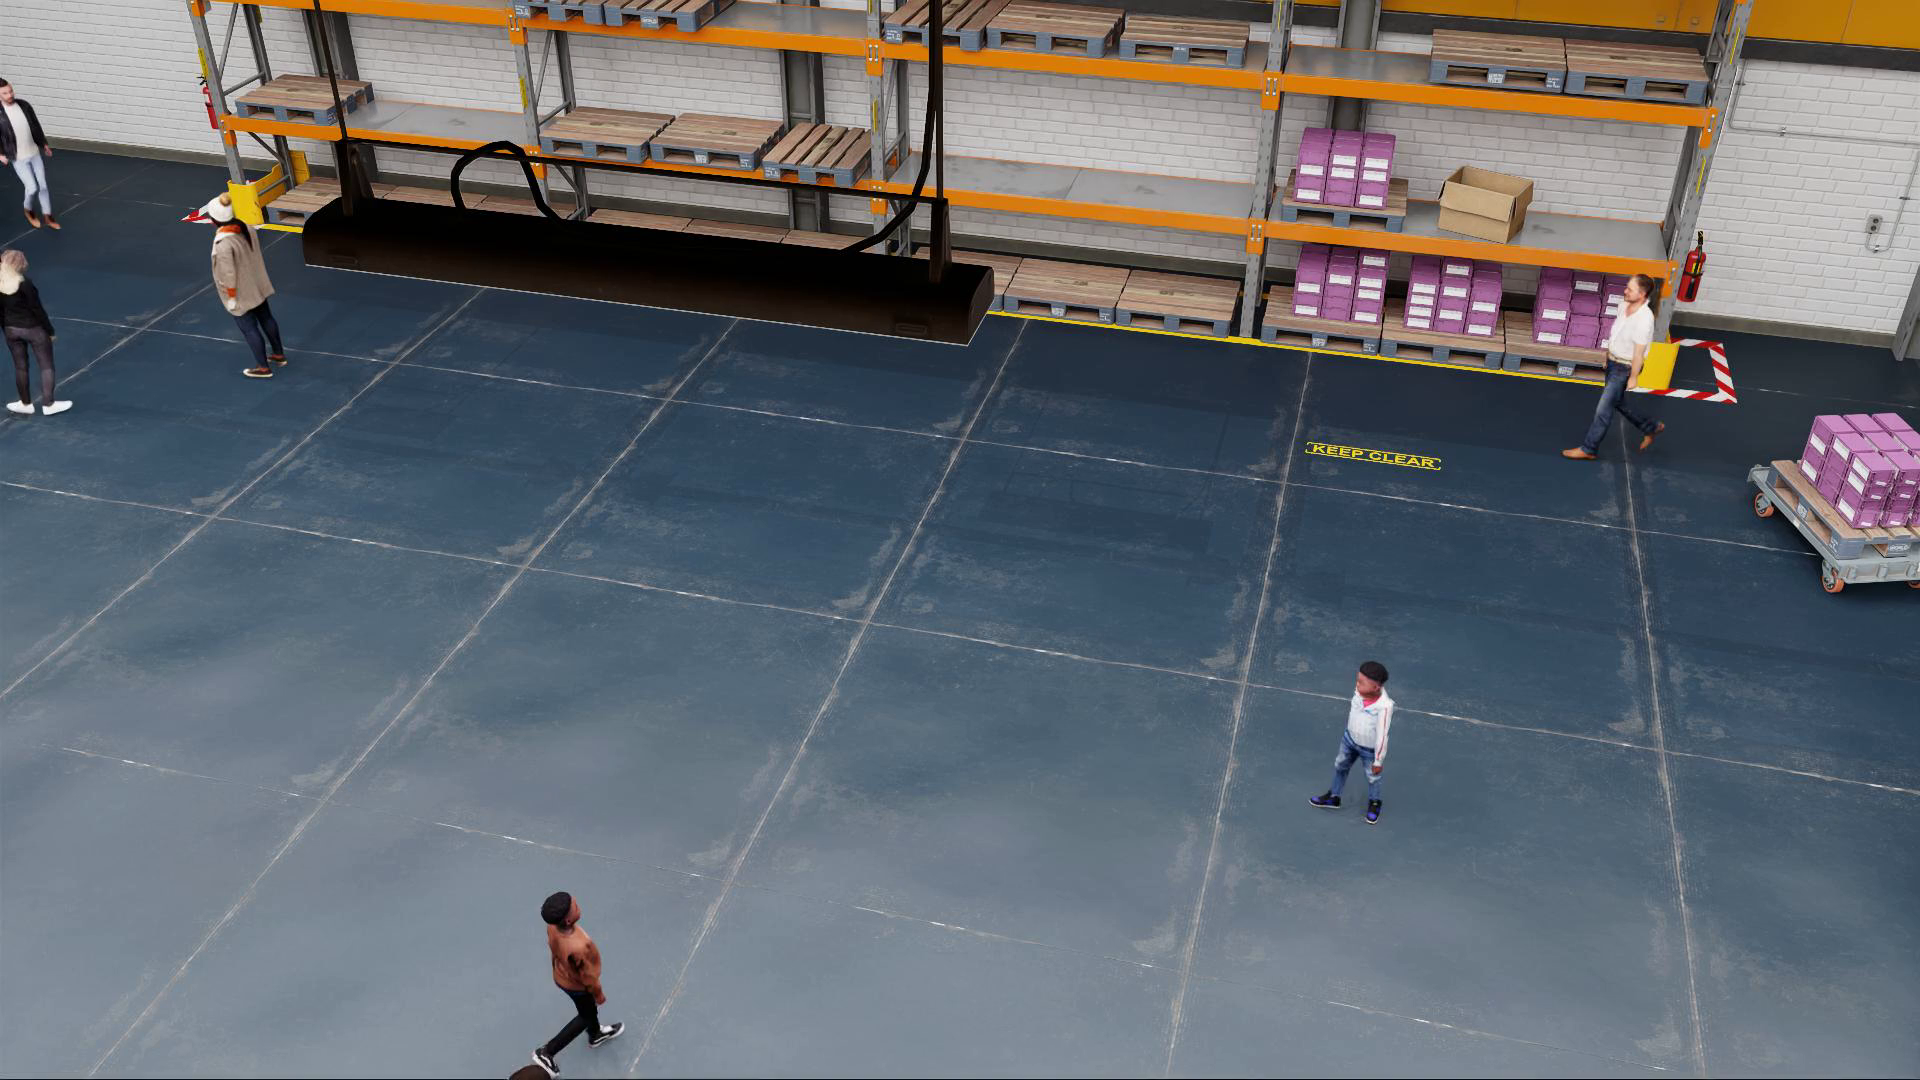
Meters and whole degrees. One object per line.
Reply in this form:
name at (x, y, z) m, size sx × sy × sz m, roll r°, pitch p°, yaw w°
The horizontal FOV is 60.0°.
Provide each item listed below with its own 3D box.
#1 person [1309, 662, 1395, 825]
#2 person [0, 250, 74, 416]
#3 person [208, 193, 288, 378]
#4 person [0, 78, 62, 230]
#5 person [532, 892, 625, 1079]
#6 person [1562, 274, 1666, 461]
person at (2.767, 1.310, 11.144) m, size 0.787 × 1.246 × 0.729 m, roll -23°, pitch 40°, yaw -31°
person at (-8.836, -1.935, 15.649) m, size 0.536 × 1.663 × 0.906 m, roll -1°, pitch 34°, yaw -2°
person at (-7.012, -2.517, 16.314) m, size 0.647 × 1.896 × 0.692 m, roll 7°, pitch 34°, yaw 11°
person at (-10.944, -4.501, 19.367) m, size 0.770 × 1.822 × 0.767 m, roll 19°, pitch 38°, yaw 26°
person at (-2.211, 2.499, 9.359) m, size 0.847 × 1.242 × 0.820 m, roll -24°, pitch 40°, yaw -31°
person at (6.036, -1.529, 14.885) m, size 1.199 × 1.833 × 0.868 m, roll 0°, pitch 34°, yaw 0°
